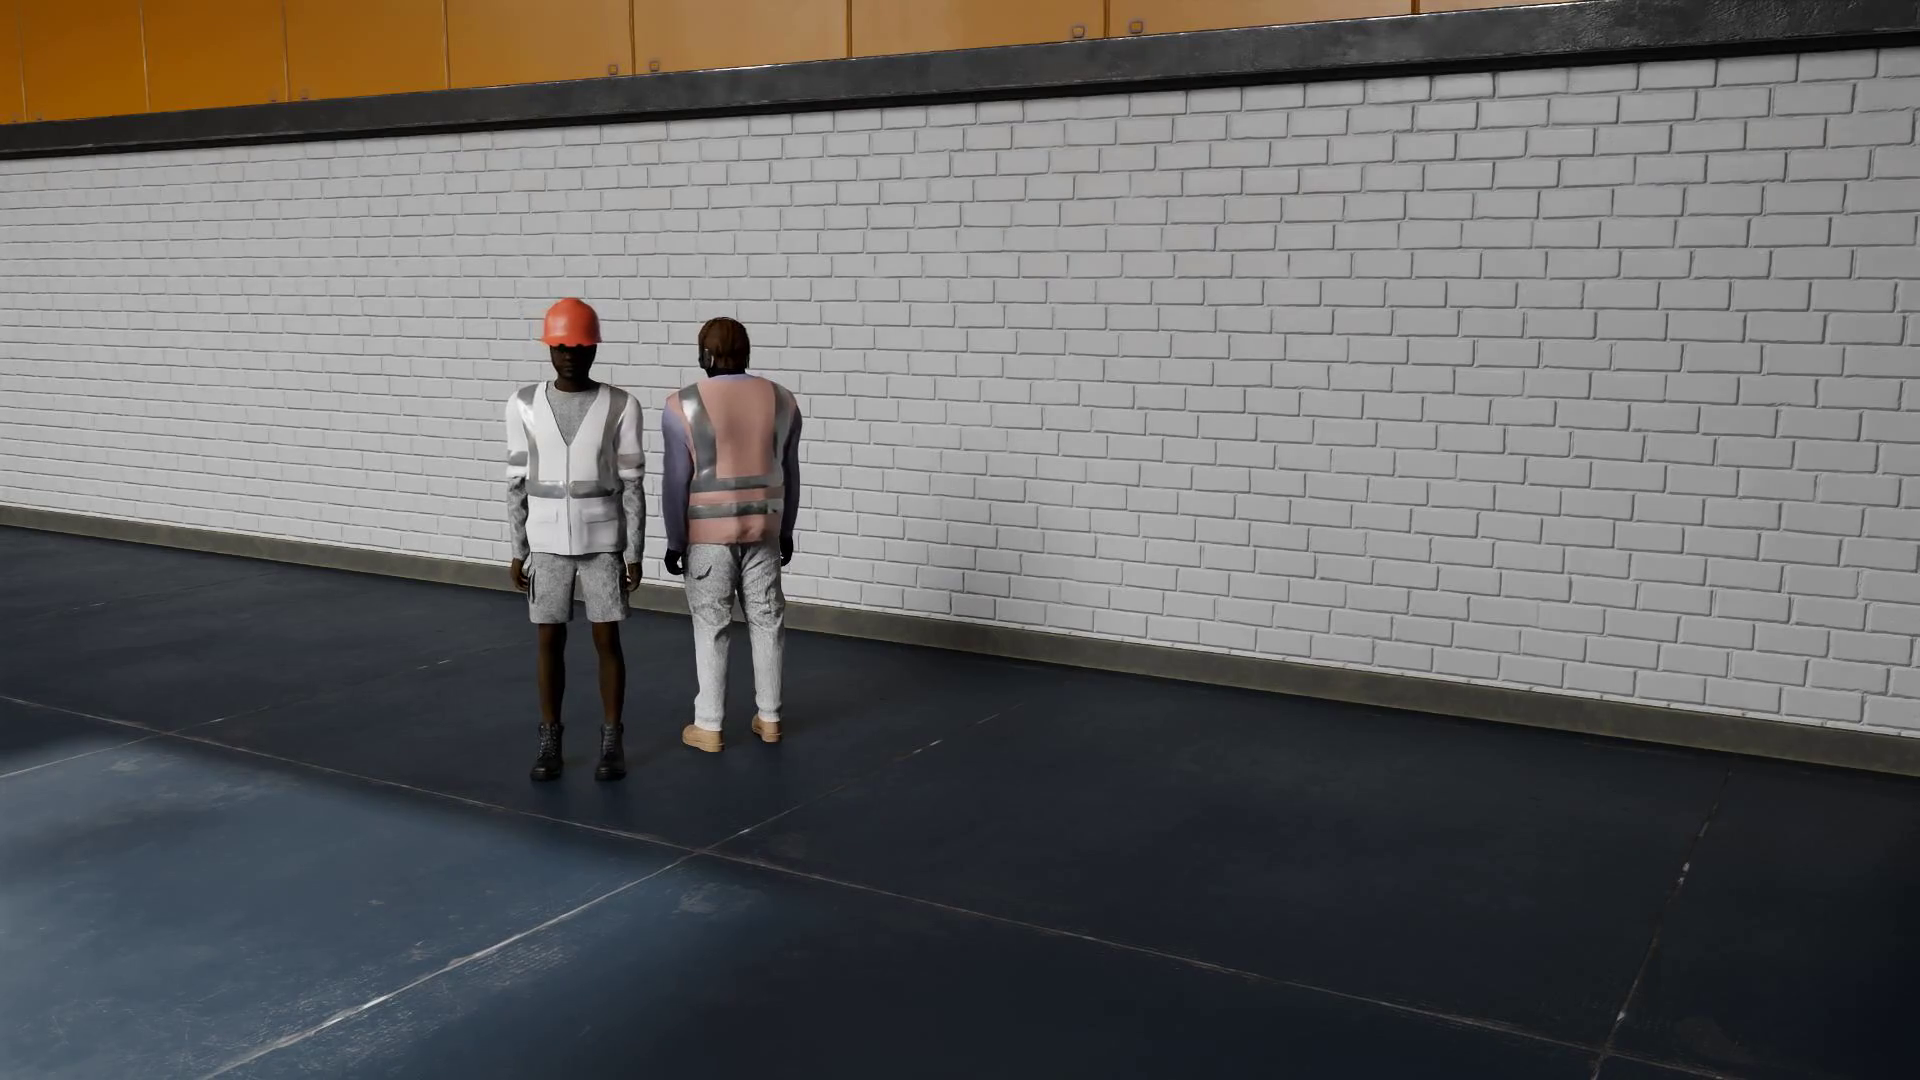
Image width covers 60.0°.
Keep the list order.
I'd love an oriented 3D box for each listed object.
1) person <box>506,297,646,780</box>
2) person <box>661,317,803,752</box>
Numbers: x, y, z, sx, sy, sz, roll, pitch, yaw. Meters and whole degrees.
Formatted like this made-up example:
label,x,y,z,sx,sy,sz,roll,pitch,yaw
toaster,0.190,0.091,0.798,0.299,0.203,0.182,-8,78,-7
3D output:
label,x,y,z,sx,sy,sz,roll,pitch,yaw
person,-1.521,0.010,6.622,0.547,1.933,0.380,-1,9,-3
person,-0.981,-0.022,7.082,0.627,1.844,0.429,-5,11,-31
